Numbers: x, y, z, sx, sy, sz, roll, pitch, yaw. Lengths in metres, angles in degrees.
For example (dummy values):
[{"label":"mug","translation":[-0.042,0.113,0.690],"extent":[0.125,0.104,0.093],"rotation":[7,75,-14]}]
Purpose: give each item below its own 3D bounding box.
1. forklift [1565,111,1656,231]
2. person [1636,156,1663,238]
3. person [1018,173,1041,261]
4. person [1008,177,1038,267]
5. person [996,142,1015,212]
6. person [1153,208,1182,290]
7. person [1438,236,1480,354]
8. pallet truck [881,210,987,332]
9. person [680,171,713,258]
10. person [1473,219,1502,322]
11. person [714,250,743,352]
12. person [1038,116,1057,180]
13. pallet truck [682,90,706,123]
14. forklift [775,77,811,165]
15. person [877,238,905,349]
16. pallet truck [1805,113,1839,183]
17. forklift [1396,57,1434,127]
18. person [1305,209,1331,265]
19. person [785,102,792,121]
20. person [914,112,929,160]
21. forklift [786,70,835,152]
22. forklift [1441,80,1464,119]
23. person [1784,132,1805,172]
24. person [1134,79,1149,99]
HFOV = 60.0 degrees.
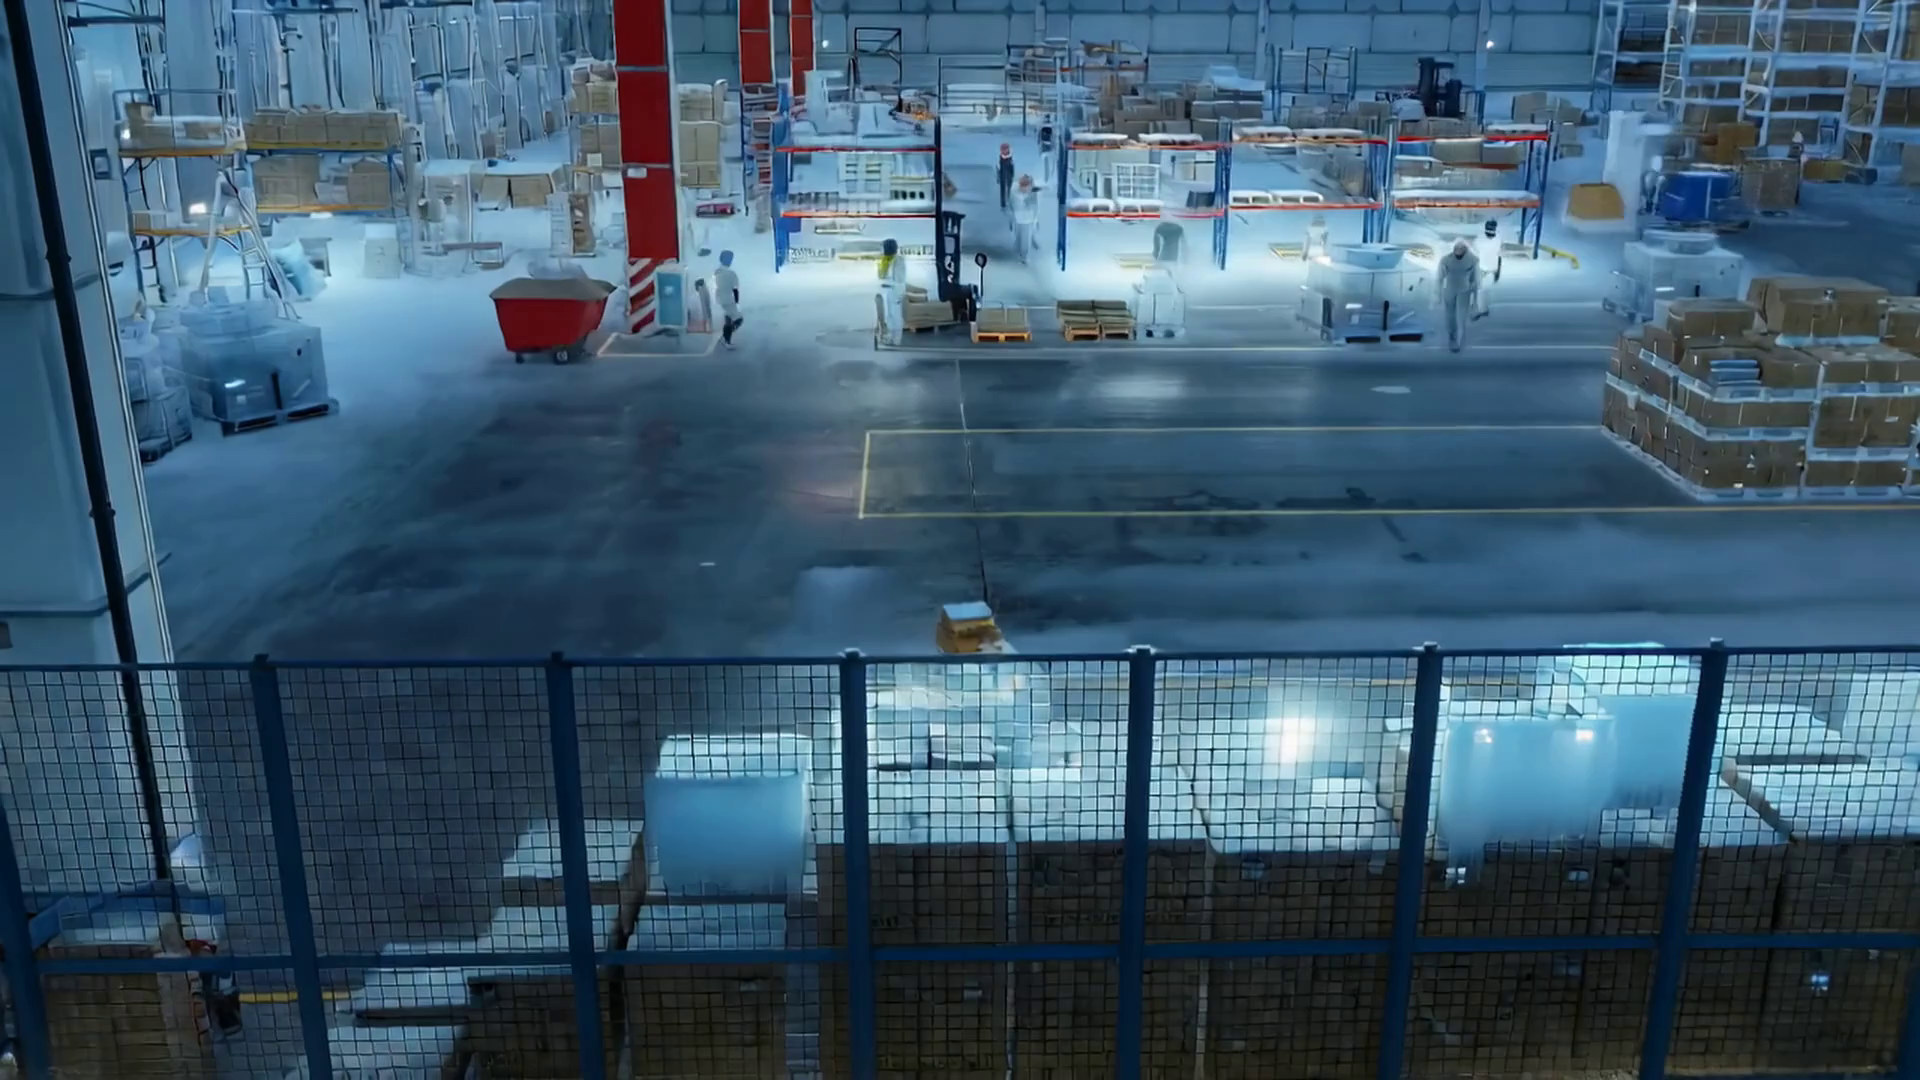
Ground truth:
[{"label":"forklift","translation":[16.028,-9.022,40.636],"extent":[1.873,2.768,1.129],"rotation":[-1,19,-2]},{"label":"person","translation":[16.356,-8.098,39.326],"extent":[0.423,1.946,0.630],"rotation":[3,19,8]},{"label":"person","translation":[1.526,-7.087,36.433],"extent":[0.777,1.885,0.603],"rotation":[-18,25,-42]},{"label":"person","translation":[1.350,-6.815,35.599],"extent":[0.620,1.900,0.533],"rotation":[0,19,1]},{"label":"person","translation":[1.203,-9.588,43.938],"extent":[0.507,1.832,0.430],"rotation":[0,19,-1]},{"label":"person","translation":[3.767,-5.184,30.763],"extent":[0.647,1.891,0.981],"rotation":[-9,21,-24]},{"label":"person","translation":[8.224,-4.082,27.485],"extent":[0.634,1.911,0.743],"rotation":[6,20,17]},{"label":"pallet truck","translation":[-0.493,-4.759,29.349],"extent":[1.885,1.965,0.823],"rotation":[-13,23,-34]},{"label":"person","translation":[-5.934,-7.171,36.659],"extent":[0.954,1.891,0.563],"rotation":[-12,22,-31]},{"label":"person","translation":[9.497,-4.897,30.039],"extent":[0.574,1.829,0.802],"rotation":[8,20,23]},{"label":"person","translation":[-3.811,-3.927,27.339],"extent":[0.552,1.687,0.350],"rotation":[17,25,41]},{"label":"person","translation":[2.675,-11.957,50.814],"extent":[0.568,1.924,0.453],"rotation":[0,19,0]},{"label":"pallet truck","translation":[-9.671,-15.907,62.421],"extent":[0.823,1.965,1.885],"rotation":[5,19,15]},{"label":"forklift","translation":[-5.920,-13.893,55.085],"extent":[1.873,2.768,1.129],"rotation":[-1,19,-1]},{"label":"person","translation":[-1.163,-4.113,27.692],"extent":[0.430,1.835,0.644],"rotation":[-14,23,-35]},{"label":"pallet truck","translation":[26.403,-11.957,50.702],"extent":[0.823,1.965,1.885],"rotation":[6,19,16]},{"label":"forklift","translation":[19.159,-18.499,68.750],"extent":[1.873,2.768,1.129],"rotation":[-1,19,-1]},{"label":"person","translation":[6.813,-5.450,31.850],"extent":[0.492,1.713,0.718],"rotation":[11,21,29]},{"label":"person","translation":[-6.416,-15.311,61.272],"extent":[0.858,1.590,0.525],"rotation":[7,20,21]},{"label":"person","translation":[-1.274,-12.873,53.640],"extent":[0.585,1.860,0.740],"rotation":[-11,21,-29]},{"label":"forklift","translation":[-5.176,-15.196,58.951],"extent":[1.873,2.768,1.129],"rotation":[-7,20,-20]},{"label":"forklift","translation":[15.644,-13.239,53.146],"extent":[1.873,2.768,1.129],"rotation":[-1,19,-1]},{"label":"person","translation":[23.269,-10.449,46.458],"extent":[0.528,1.858,0.531],"rotation":[5,19,14]},{"label":"person","translation":[7.571,-18.327,69.692],"extent":[0.632,1.940,0.372],"rotation":[-4,19,-13]}]
